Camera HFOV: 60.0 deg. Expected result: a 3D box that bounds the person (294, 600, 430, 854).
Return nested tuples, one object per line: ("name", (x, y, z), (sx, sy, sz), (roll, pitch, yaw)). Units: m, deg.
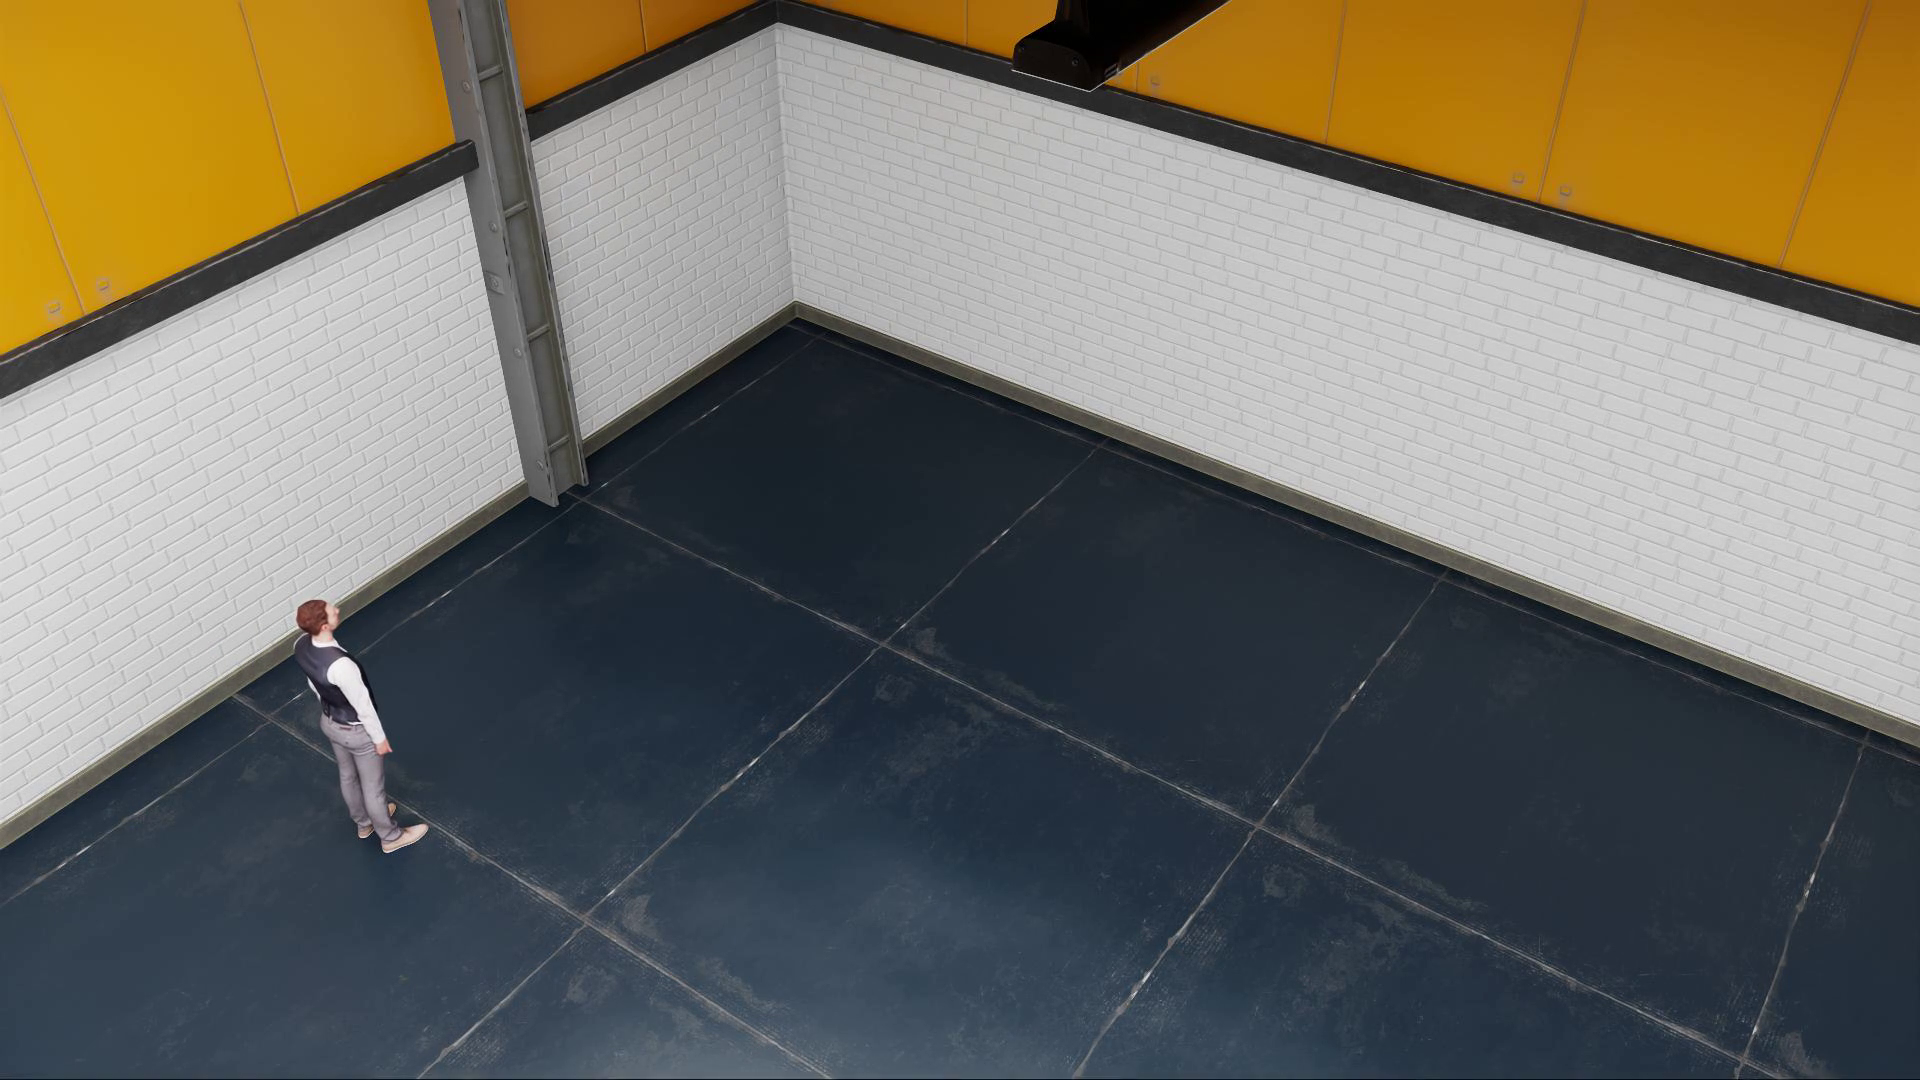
("person", (-3.649, 1.100, 9.948), (0.661, 1.938, 0.560), (26, 45, 28))
